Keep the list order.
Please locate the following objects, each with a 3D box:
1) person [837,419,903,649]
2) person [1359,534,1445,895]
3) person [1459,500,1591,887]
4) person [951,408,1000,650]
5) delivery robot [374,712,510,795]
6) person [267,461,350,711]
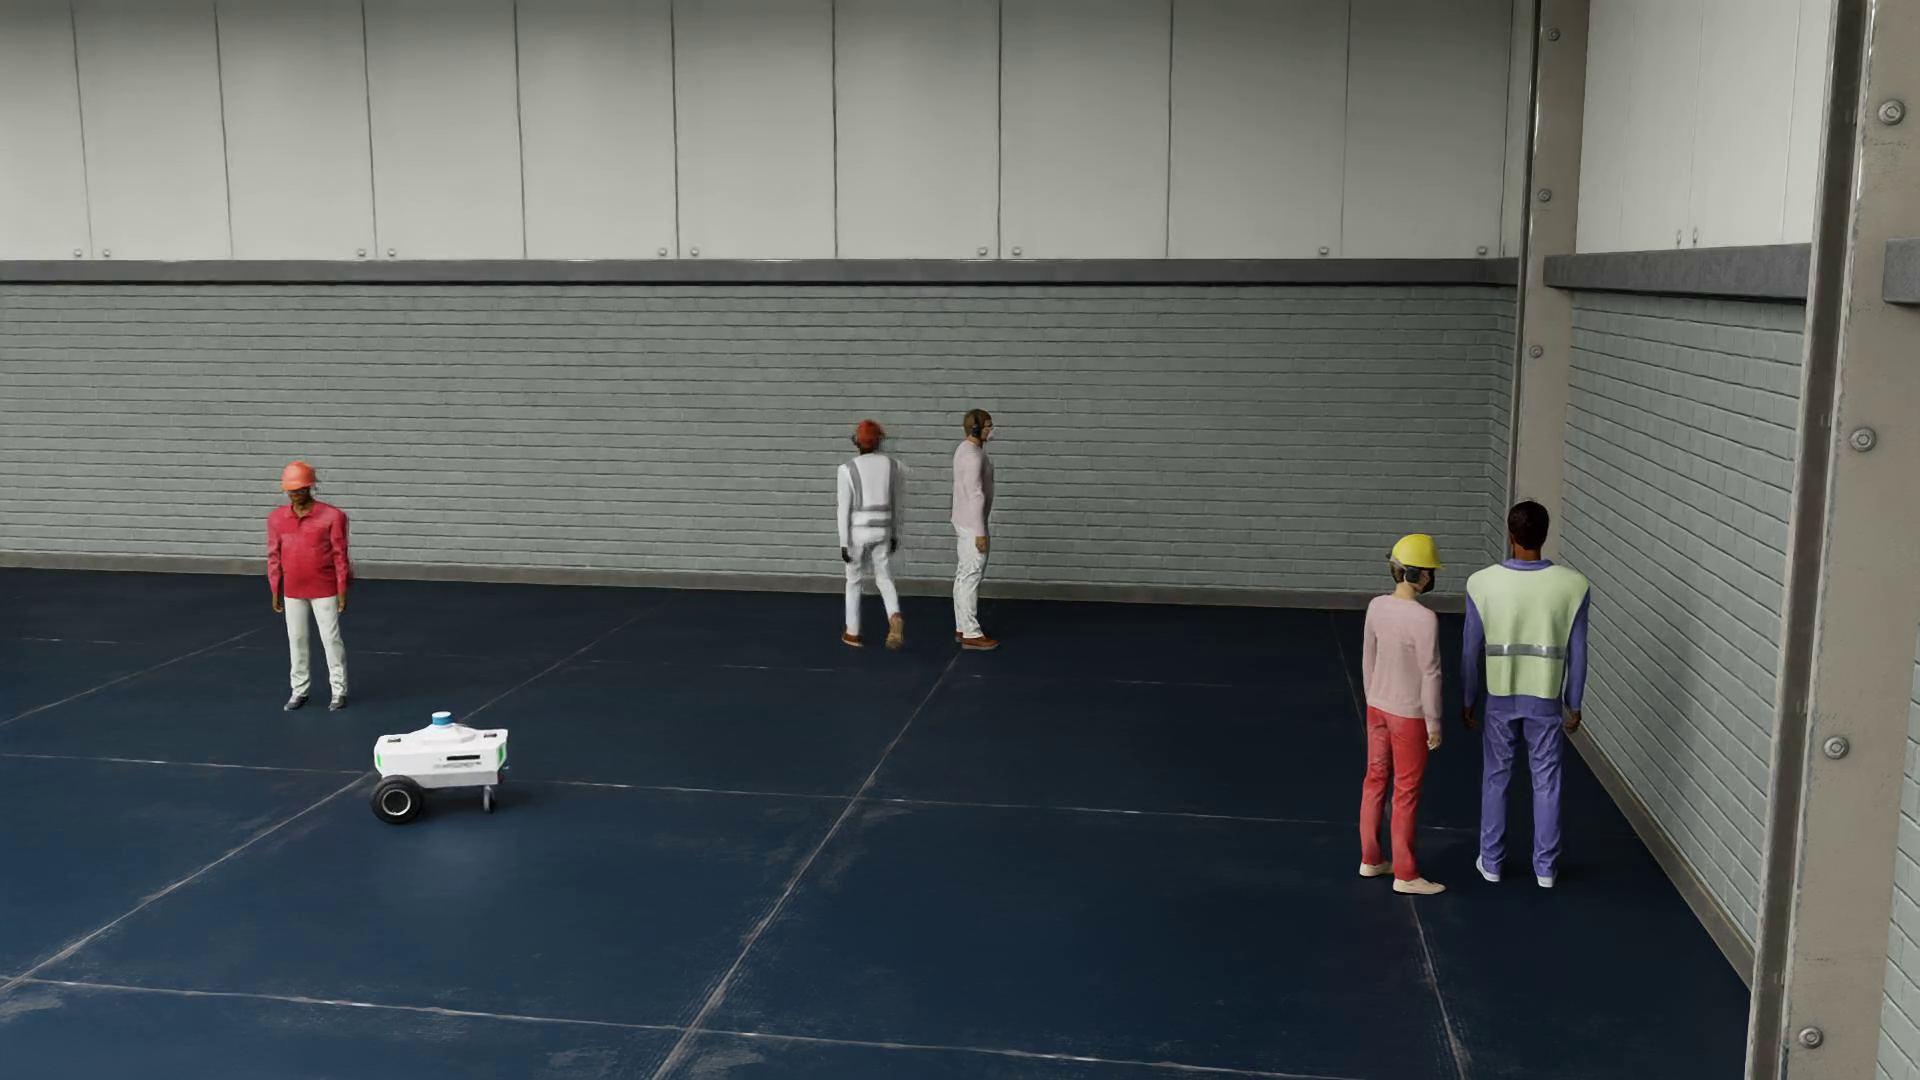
[{"bbox_3d":[-0.689,-0.031,13.239,0.581,1.867,0.807,-5,10,-28],"label":"person"},{"bbox_3d":[2.176,0.845,8.145,0.329,1.763,0.523,-4,10,-22],"label":"person"},{"bbox_3d":[2.772,0.762,8.192,0.590,1.917,0.391,2,10,14],"label":"person"},{"bbox_3d":[0.116,-0.096,13.400,0.370,1.940,0.627,-1,9,-8],"label":"person"},{"bbox_3d":[-2.892,1.209,9.321,0.707,0.478,0.477,-2,9,-11],"label":"delivery robot"},{"bbox_3d":[-4.484,0.322,11.435,0.578,1.742,0.362,0,9,2],"label":"person"}]
